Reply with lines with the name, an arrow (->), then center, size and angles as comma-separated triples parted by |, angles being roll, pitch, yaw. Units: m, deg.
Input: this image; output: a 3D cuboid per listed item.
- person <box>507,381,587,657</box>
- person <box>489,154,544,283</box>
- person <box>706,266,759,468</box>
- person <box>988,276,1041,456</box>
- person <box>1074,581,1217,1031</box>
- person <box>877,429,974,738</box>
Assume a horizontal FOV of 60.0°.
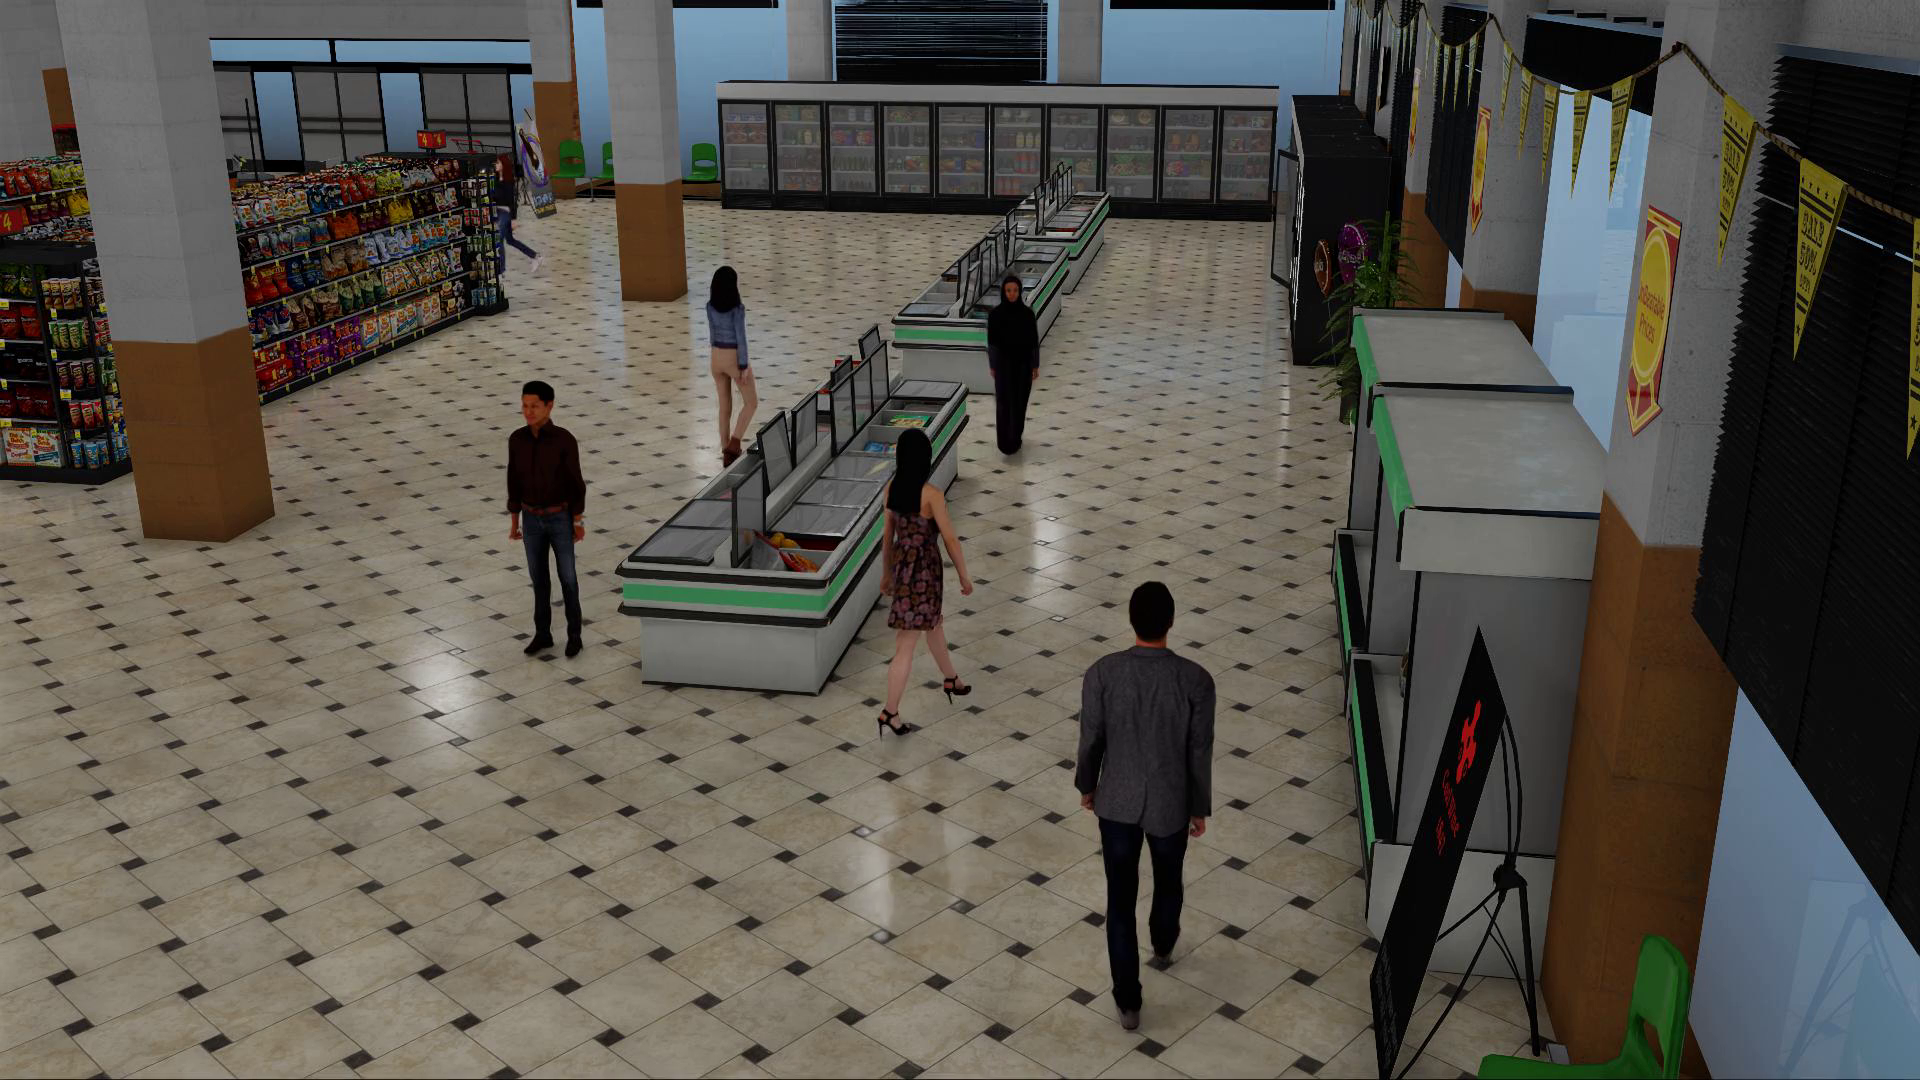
person -> -2.587, -0.136, 10.460 | 0.645, 1.780, 0.494 | 3, 19, 9
person -> -6.371, -4.563, 23.621 | 1.187, 1.759, 1.064 | -15, 24, -38
person -> -2.059, -1.486, 14.485 | 0.693, 1.767, 0.734 | 10, 21, 27
person -> 0.484, -1.611, 15.105 | 0.837, 1.606, 1.168 | -2, 19, -7
person -> 0.740, 1.106, 6.670 | 0.751, 1.847, 1.009 | 2, 19, 5
person -> -0.312, 0.283, 9.286 | 1.115, 1.736, 0.987 | -16, 24, -39
